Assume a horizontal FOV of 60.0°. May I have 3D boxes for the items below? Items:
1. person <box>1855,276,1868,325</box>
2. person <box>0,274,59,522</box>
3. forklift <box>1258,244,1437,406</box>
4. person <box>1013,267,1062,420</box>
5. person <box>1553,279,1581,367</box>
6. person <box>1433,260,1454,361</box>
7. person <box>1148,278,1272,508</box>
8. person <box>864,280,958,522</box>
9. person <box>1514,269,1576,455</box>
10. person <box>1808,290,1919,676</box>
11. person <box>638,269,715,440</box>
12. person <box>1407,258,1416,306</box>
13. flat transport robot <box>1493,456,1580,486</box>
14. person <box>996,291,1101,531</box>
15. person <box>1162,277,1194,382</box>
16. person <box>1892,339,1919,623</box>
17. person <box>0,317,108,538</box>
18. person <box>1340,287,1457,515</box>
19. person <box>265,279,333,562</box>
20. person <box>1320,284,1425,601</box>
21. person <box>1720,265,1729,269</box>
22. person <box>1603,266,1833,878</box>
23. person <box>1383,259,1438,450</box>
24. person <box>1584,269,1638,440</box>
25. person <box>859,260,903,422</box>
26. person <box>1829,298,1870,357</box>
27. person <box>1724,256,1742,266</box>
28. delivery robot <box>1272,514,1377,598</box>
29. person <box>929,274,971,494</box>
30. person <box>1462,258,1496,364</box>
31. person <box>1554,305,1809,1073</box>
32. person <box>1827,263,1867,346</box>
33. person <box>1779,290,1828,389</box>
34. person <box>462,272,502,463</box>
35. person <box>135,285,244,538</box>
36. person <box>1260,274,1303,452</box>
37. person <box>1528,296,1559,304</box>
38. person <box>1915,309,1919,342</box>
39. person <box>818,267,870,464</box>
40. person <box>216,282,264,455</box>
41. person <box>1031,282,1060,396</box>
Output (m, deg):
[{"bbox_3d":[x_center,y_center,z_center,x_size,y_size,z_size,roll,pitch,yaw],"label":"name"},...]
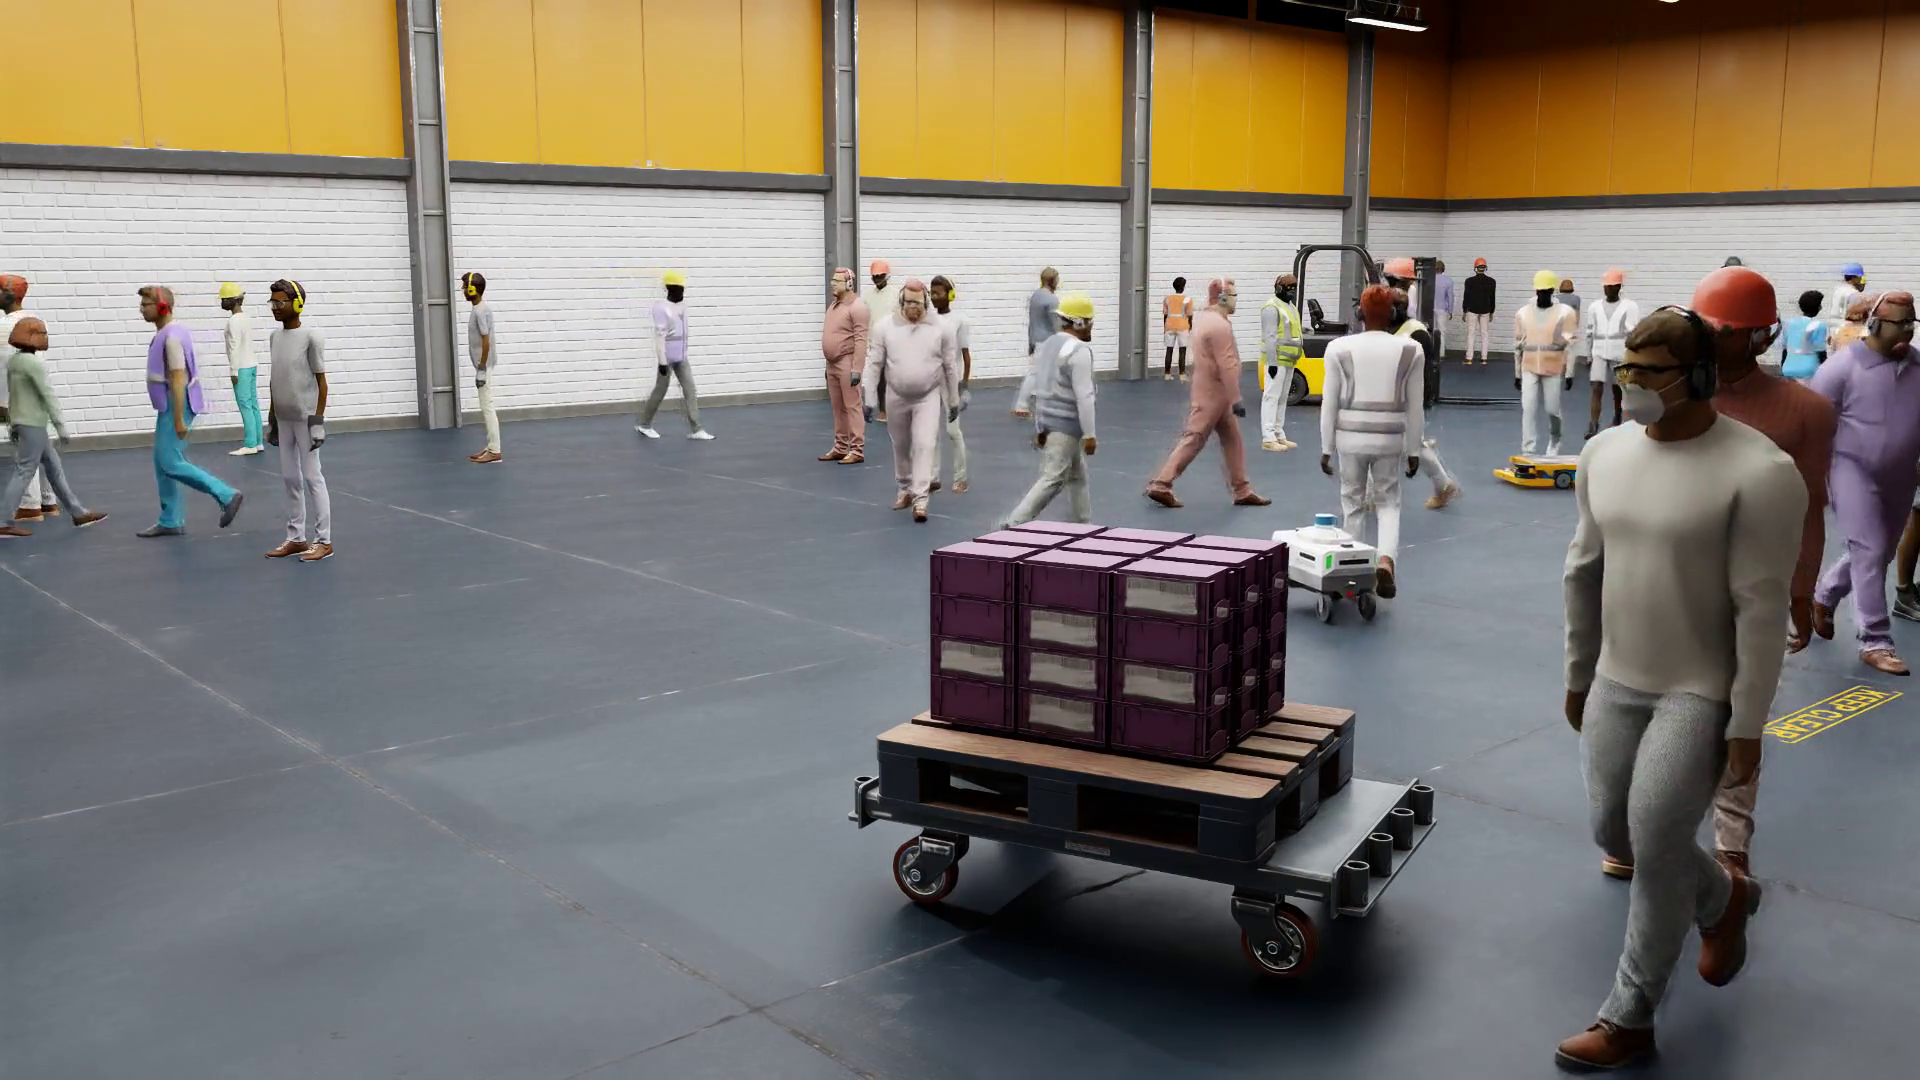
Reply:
[{"bbox_3d":[13.513,-3.150,25.186,0.327,1.767,0.533,-2,10,-10],"label":"person"},{"bbox_3d":[-7.196,-1.073,12.731,0.409,1.881,0.587,0,10,-1],"label":"person"},{"bbox_3d":[5.256,-2.933,22.661,2.313,2.155,1.214,3,10,16],"label":"forklift"},{"bbox_3d":[1.111,-2.414,20.533,1.040,1.880,0.655,-3,10,-16],"label":"person"},{"bbox_3d":[10.930,-3.907,30.054,0.517,1.619,0.643,2,10,10],"label":"person"},{"bbox_3d":[9.176,-4.403,32.015,0.636,1.939,0.362,5,11,25],"label":"person"},{"bbox_3d":[1.998,-1.171,13.351,0.998,1.861,0.641,1,10,3],"label":"person"},{"bbox_3d":[-0.376,-1.094,12.935,0.700,1.842,1.031,1,10,4],"label":"person"},{"bbox_3d":[5.706,-1.684,16.224,0.595,1.902,0.811,6,11,32],"label":"person"},{"bbox_3d":[4.554,-0.323,8.362,0.638,1.863,0.906,-1,10,-8],"label":"person"},{"bbox_3d":[-3.194,-2.043,18.383,0.958,1.888,0.599,5,11,26],"label":"person"},{"bbox_3d":[6.510,-3.149,24.497,0.995,2.007,0.618,-1,10,-7],"label":"person"},{"bbox_3d":[5.544,-0.617,14.728,1.431,0.197,0.652,0,10,-2],"label":"flat transport robot"},{"bbox_3d":[0.648,-0.787,11.291,0.876,1.799,0.601,-3,10,-18],"label":"person"},{"bbox_3d":[3.514,-3.394,26.841,0.530,1.689,0.321,5,11,27],"label":"person"},{"bbox_3d":[5.461,-0.507,9.207,0.551,1.937,0.357,-6,11,-31],"label":"person"},{"bbox_3d":[-6.706,-0.827,12.123,0.507,1.584,0.837,9,13,43],"label":"person"},{"bbox_3d":[3.494,-1.082,13.030,0.951,1.798,0.636,-5,11,-25],"label":"person"},{"bbox_3d":[-4.428,-0.791,11.072,0.513,1.872,0.328,5,11,27],"label":"person"},{"bbox_3d":[2.377,-0.538,9.621,0.577,1.865,0.509,1,10,8],"label":"person"},{"bbox_3d":[9.880,-2.601,21.570,0.615,1.894,0.711,4,10,21],"label":"person"},{"bbox_3d":[2.396,0.135,5.298,0.612,1.990,0.392,6,11,32],"label":"person"},{"bbox_3d":[4.276,-1.722,16.178,1.074,1.980,0.618,-3,10,-18],"label":"person"},{"bbox_3d":[7.223,-2.060,18.468,0.558,1.890,0.977,7,12,34],"label":"person"},{"bbox_3d":[-0.973,-2.409,20.247,0.651,1.964,0.742,3,10,17],"label":"person"},{"bbox_3d":[8.270,-1.416,15.407,0.310,1.639,0.514,-4,10,-22],"label":"person"},{"bbox_3d":[12.891,-3.743,27.851,0.706,2.000,0.536,-7,12,-35],"label":"person"},{"bbox_3d":[2.065,0.094,9.459,0.477,0.478,0.707,-3,10,-16],"label":"delivery robot"},{"bbox_3d":[-0.151,-1.314,14.159,0.523,1.868,0.328,7,12,34],"label":"person"},{"bbox_3d":[9.731,-4.288,31.210,0.613,1.988,0.402,-1,10,-4],"label":"person"},{"bbox_3d":[1.847,0.366,4.197,0.729,1.915,0.639,-5,11,-27],"label":"person"},{"bbox_3d":[12.301,-2.849,22.944,0.661,1.921,0.628,1,10,8],"label":"person"},{"bbox_3d":[8.565,-1.686,16.876,0.369,1.682,0.539,-2,10,-11],"label":"person"},{"bbox_3d":[-4.697,-1.683,16.310,0.323,1.865,0.518,-2,10,-13],"label":"person"},{"bbox_3d":[-5.622,-0.926,11.989,0.640,1.824,0.576,-6,11,-30],"label":"person"},{"bbox_3d":[3.359,-1.850,17.369,0.430,1.840,0.622,6,11,32],"label":"person"},{"bbox_3d":[9.641,-3.478,27.529,0.497,1.627,0.287,4,10,22],"label":"person"},{"bbox_3d":[10.413,-1.911,17.736,0.404,1.831,0.600,1,10,6],"label":"person"},{"bbox_3d":[-1.148,-1.698,16.263,0.408,1.913,0.642,-7,12,-34],"label":"person"},{"bbox_3d":[-7.363,-1.743,16.977,0.340,1.761,0.525,-1,10,-6],"label":"person"},{"bbox_3d":[1.356,-2.927,24.036,0.907,1.717,0.530,-5,11,-25],"label":"person"}]
